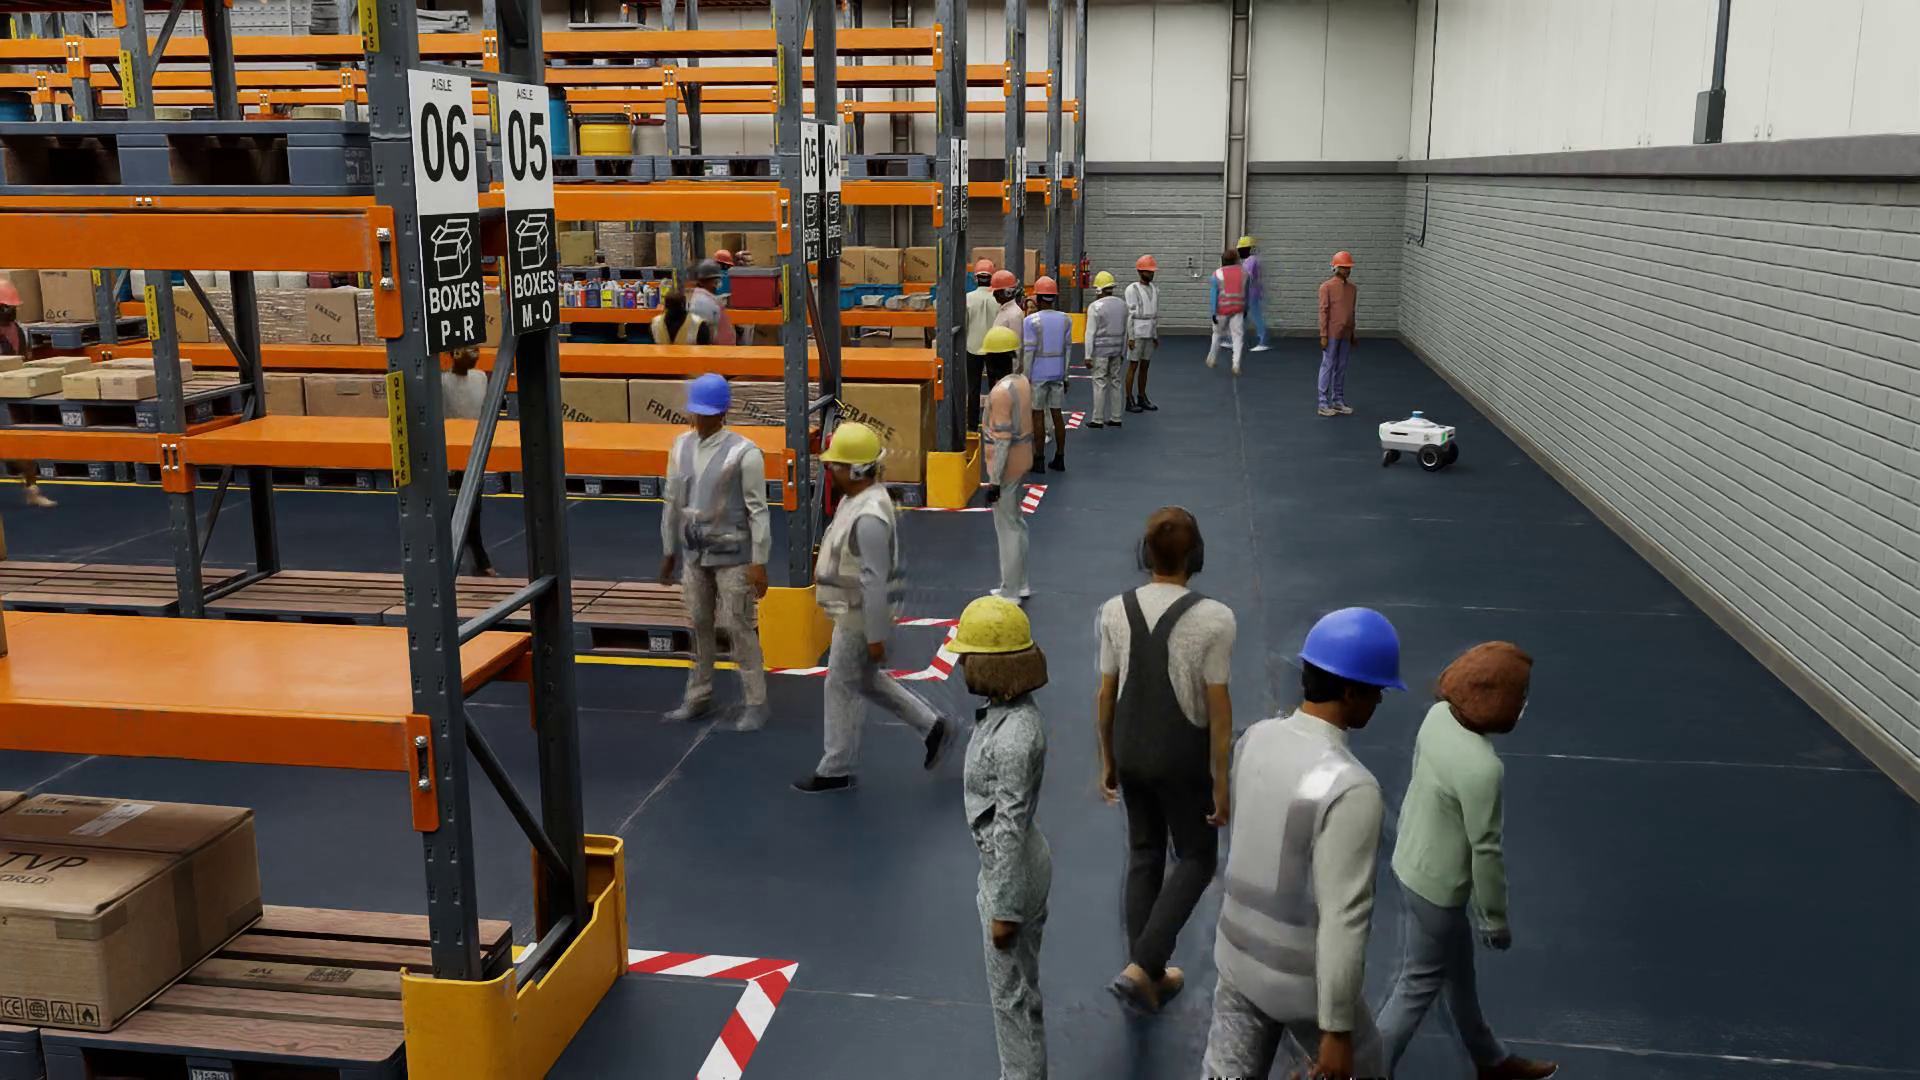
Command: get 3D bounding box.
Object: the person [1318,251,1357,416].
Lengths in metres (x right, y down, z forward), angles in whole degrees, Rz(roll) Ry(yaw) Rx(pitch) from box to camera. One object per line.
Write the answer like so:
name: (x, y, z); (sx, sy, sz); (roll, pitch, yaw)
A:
person: (4.635, -2.527, 20.384); (0.612, 1.995, 0.379); (-9, 15, -36)

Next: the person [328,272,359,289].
person: (-7.406, -2.370, 20.031); (0.429, 1.841, 0.621); (5, 14, 22)

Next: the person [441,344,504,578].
person: (-3.654, -0.637, 12.218); (0.872, 1.833, 0.534); (7, 14, 27)

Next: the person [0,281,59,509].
person: (-8.438, -1.259, 14.620); (0.743, 2.024, 0.615); (3, 13, 13)

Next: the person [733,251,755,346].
person: (-2.897, -2.936, 22.434); (0.409, 1.908, 0.639); (1, 13, 6)

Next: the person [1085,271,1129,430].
person: (1.671, -2.175, 19.193); (0.596, 1.828, 0.403); (-9, 15, -35)

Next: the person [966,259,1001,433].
person: (0.273, -2.116, 18.530); (0.622, 1.994, 0.381); (-1, 13, -6)

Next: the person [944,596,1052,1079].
person: (0.114, 1.014, 4.998); (0.320, 1.736, 0.486); (0, 12, -1)

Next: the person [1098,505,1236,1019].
person: (0.690, 0.799, 5.756); (0.558, 1.823, 0.524); (9, 15, 34)

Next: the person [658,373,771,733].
person: (-1.296, 0.075, 8.822); (0.682, 1.929, 0.447); (8, 15, 33)

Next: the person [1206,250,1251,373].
person: (4.013, -3.422, 24.890); (0.646, 1.792, 0.960); (-2, 13, -7)

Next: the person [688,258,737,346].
person: (-2.720, -2.078, 18.252); (0.539, 2.000, 0.701); (-2, 13, -8)

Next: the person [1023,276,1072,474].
person: (0.835, -1.630, 16.465); (0.552, 1.935, 0.370); (-7, 14, -29)

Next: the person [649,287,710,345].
person: (-2.816, -1.618, 16.691); (0.628, 1.853, 0.445); (2, 13, 10)

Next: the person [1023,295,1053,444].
person: (0.837, -1.878, 18.284); (0.524, 1.631, 0.319); (8, 15, 31)

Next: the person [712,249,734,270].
person: (-3.173, -2.902, 22.217); (0.363, 1.933, 0.543); (-5, 13, -22)

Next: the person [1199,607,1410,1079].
person: (0.885, 1.095, 4.302); (1.030, 1.876, 0.649); (-5, 13, -20)

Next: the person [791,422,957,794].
person: (-0.419, 0.326, 7.924); (0.747, 1.814, 0.599); (-1, 13, -3)

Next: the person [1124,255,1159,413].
person: (2.279, -2.555, 20.639); (0.543, 1.939, 0.370); (-11, 17, -41)

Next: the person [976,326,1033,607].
person: (0.293, -0.493, 11.363); (0.386, 1.922, 0.593); (4, 13, 16)

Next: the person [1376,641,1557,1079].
person: (1.558, 1.056, 5.117); (0.734, 1.588, 0.578); (-1, 13, -4)

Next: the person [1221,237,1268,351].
person: (4.710, -4.063, 27.580); (0.949, 1.876, 0.600); (-1, 13, -5)

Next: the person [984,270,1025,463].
person: (0.461, -1.703, 16.674); (0.388, 1.991, 0.609); (-2, 13, -11)

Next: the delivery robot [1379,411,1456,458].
delivery robot: (4.617, -1.057, 16.811); (0.707, 0.478, 0.477); (9, 15, 35)
